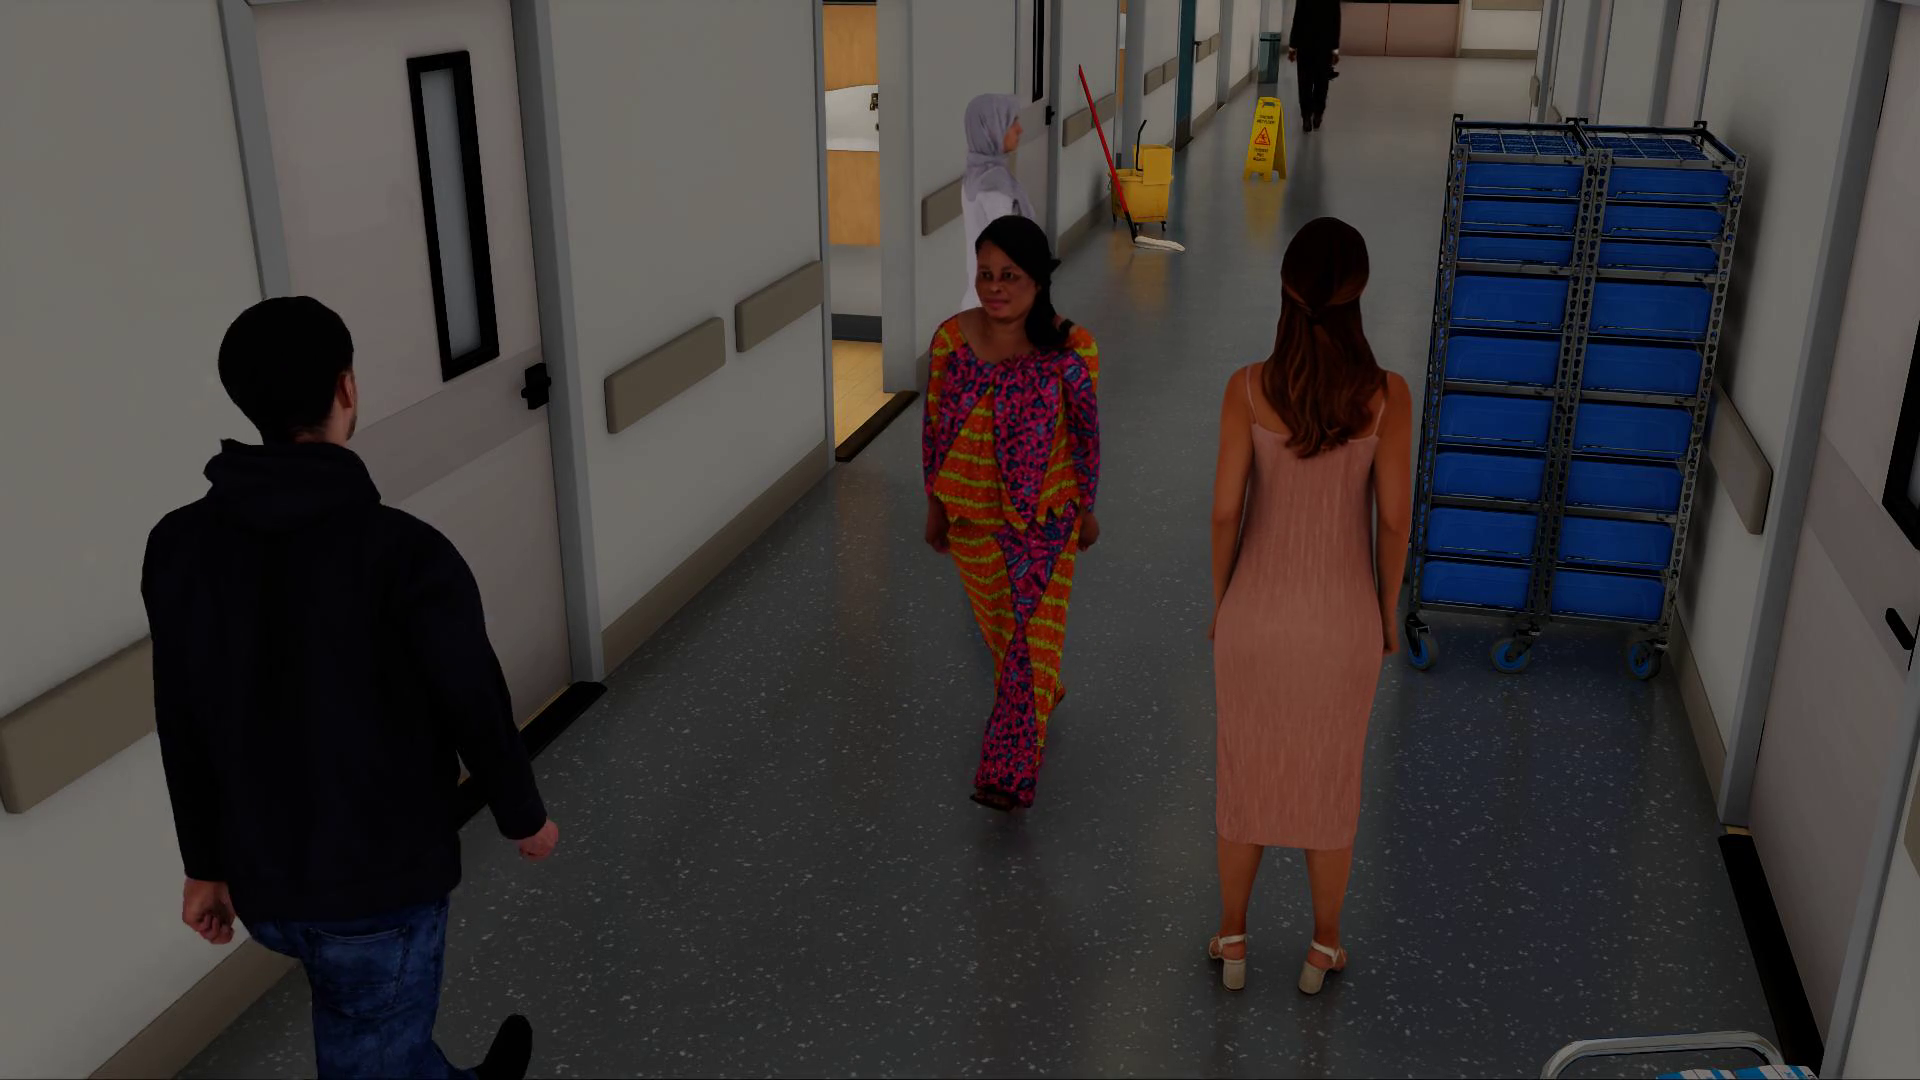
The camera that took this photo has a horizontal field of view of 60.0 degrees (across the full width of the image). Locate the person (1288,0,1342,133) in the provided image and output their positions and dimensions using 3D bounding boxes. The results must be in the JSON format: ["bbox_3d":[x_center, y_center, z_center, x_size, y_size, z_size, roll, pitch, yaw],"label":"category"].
[{"bbox_3d":[4.026,-5.579,18.898,0.792,1.876,1.116,4,21,10],"label":"person"}]

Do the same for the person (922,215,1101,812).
[{"bbox_3d":[0.164,-0.117,4.787,0.727,1.642,1.171,8,22,20],"label":"person"}]

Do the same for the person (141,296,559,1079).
[{"bbox_3d":[-1.030,0.603,2.629,0.704,1.838,1.149,7,22,18],"label":"person"}]

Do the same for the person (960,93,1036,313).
[{"bbox_3d":[0.122,-0.845,6.541,0.746,1.775,0.608,-3,21,-8],"label":"person"}]

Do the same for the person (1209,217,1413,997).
[{"bbox_3d":[0.757,0.194,3.718,0.579,1.832,0.506,5,21,12],"label":"person"}]
